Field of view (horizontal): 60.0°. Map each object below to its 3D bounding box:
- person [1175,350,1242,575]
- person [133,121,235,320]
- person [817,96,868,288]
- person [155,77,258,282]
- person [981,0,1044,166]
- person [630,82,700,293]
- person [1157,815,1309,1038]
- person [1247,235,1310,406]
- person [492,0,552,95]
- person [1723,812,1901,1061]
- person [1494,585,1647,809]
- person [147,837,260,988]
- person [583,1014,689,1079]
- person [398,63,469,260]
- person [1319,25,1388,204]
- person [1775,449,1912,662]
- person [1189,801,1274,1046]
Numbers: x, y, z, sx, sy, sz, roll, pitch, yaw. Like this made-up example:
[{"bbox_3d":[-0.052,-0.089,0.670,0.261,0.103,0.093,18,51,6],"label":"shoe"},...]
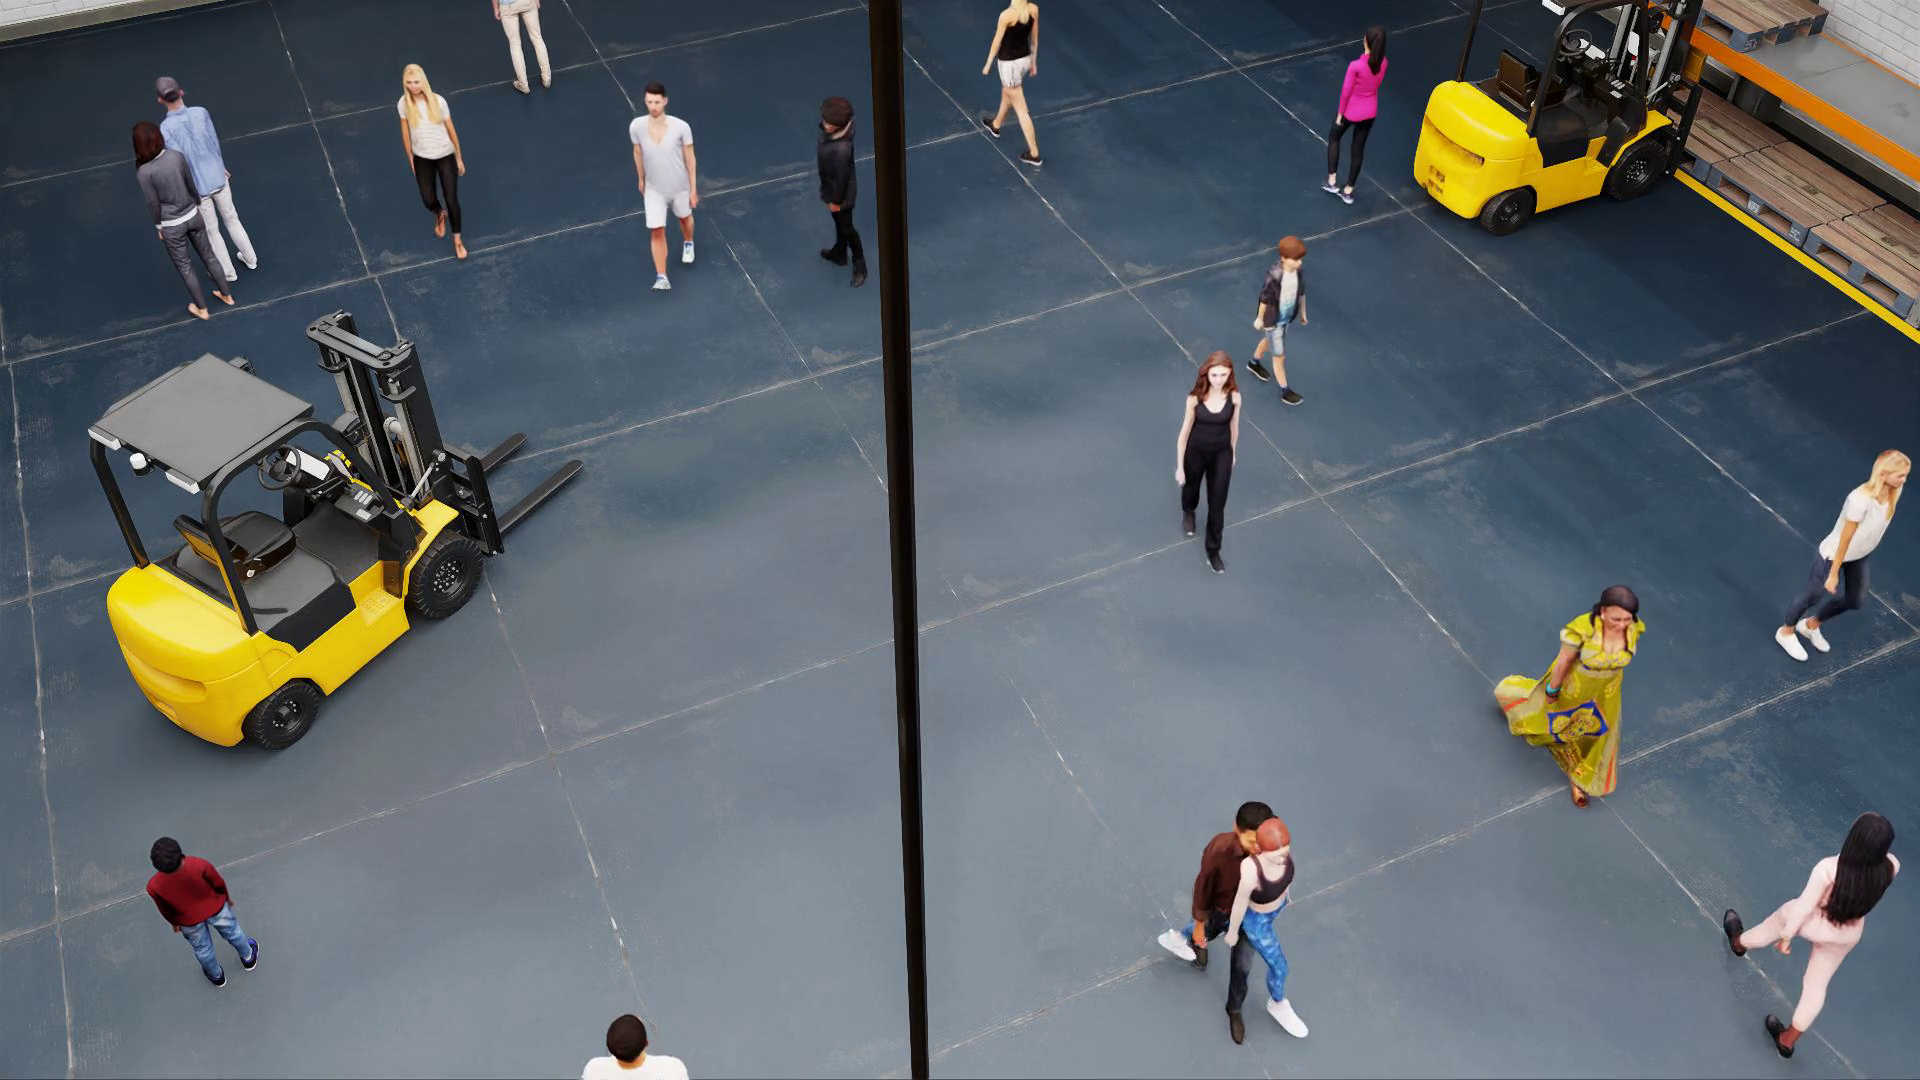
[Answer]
[{"bbox_3d":[1.728,-0.682,11.775,0.863,1.716,1.095,-2,44,-2],"label":"person"},{"bbox_3d":[-6.477,-2.664,13.817,0.690,1.768,0.675,23,48,23],"label":"person"},{"bbox_3d":[-1.040,-3.069,14.257,0.909,1.750,0.606,0,44,0],"label":"person"},{"bbox_3d":[-6.445,-3.065,14.155,0.755,1.884,0.744,24,48,23],"label":"person"},{"bbox_3d":[0.567,-4.399,15.623,0.819,1.790,1.245,-29,51,-27],"label":"person"},{"bbox_3d":[-2.479,-3.108,14.256,1.046,1.807,1.288,1,44,1],"label":"person"},{"bbox_3d":[1.519,1.993,8.956,1.268,1.742,1.030,22,48,21],"label":"person"},{"bbox_3d":[2.477,-1.806,13.176,0.683,1.411,0.981,-28,50,-26],"label":"person"},{"bbox_3d":[-4.432,-5.374,16.605,0.668,1.847,0.554,-22,48,-21],"label":"person"},{"bbox_3d":[4.611,2.145,8.835,0.954,1.679,1.201,0,44,0],"label":"person"},{"bbox_3d":[3.802,0.828,10.262,0.901,1.627,1.226,-7,44,-7],"label":"person"},{"bbox_3d":[-4.227,2.049,9.242,0.528,1.256,0.524,-24,49,-23],"label":"person"},{"bbox_3d":[-1.517,2.882,7.982,0.782,1.798,0.802,-2,44,-2],"label":"person"},{"bbox_3d":[-4.571,-3.341,14.495,0.661,1.815,0.766,-12,45,-12],"label":"person"},{"bbox_3d":[3.663,-3.820,15.103,0.622,1.681,0.664,-14,45,-14],"label":"person"},{"bbox_3d":[5.725,0.058,10.937,0.605,1.800,0.577,-19,47,-18],"label":"person"},{"bbox_3d":[1.435,1.908,9.028,0.876,1.756,1.090,-5,44,-6],"label":"person"}]
